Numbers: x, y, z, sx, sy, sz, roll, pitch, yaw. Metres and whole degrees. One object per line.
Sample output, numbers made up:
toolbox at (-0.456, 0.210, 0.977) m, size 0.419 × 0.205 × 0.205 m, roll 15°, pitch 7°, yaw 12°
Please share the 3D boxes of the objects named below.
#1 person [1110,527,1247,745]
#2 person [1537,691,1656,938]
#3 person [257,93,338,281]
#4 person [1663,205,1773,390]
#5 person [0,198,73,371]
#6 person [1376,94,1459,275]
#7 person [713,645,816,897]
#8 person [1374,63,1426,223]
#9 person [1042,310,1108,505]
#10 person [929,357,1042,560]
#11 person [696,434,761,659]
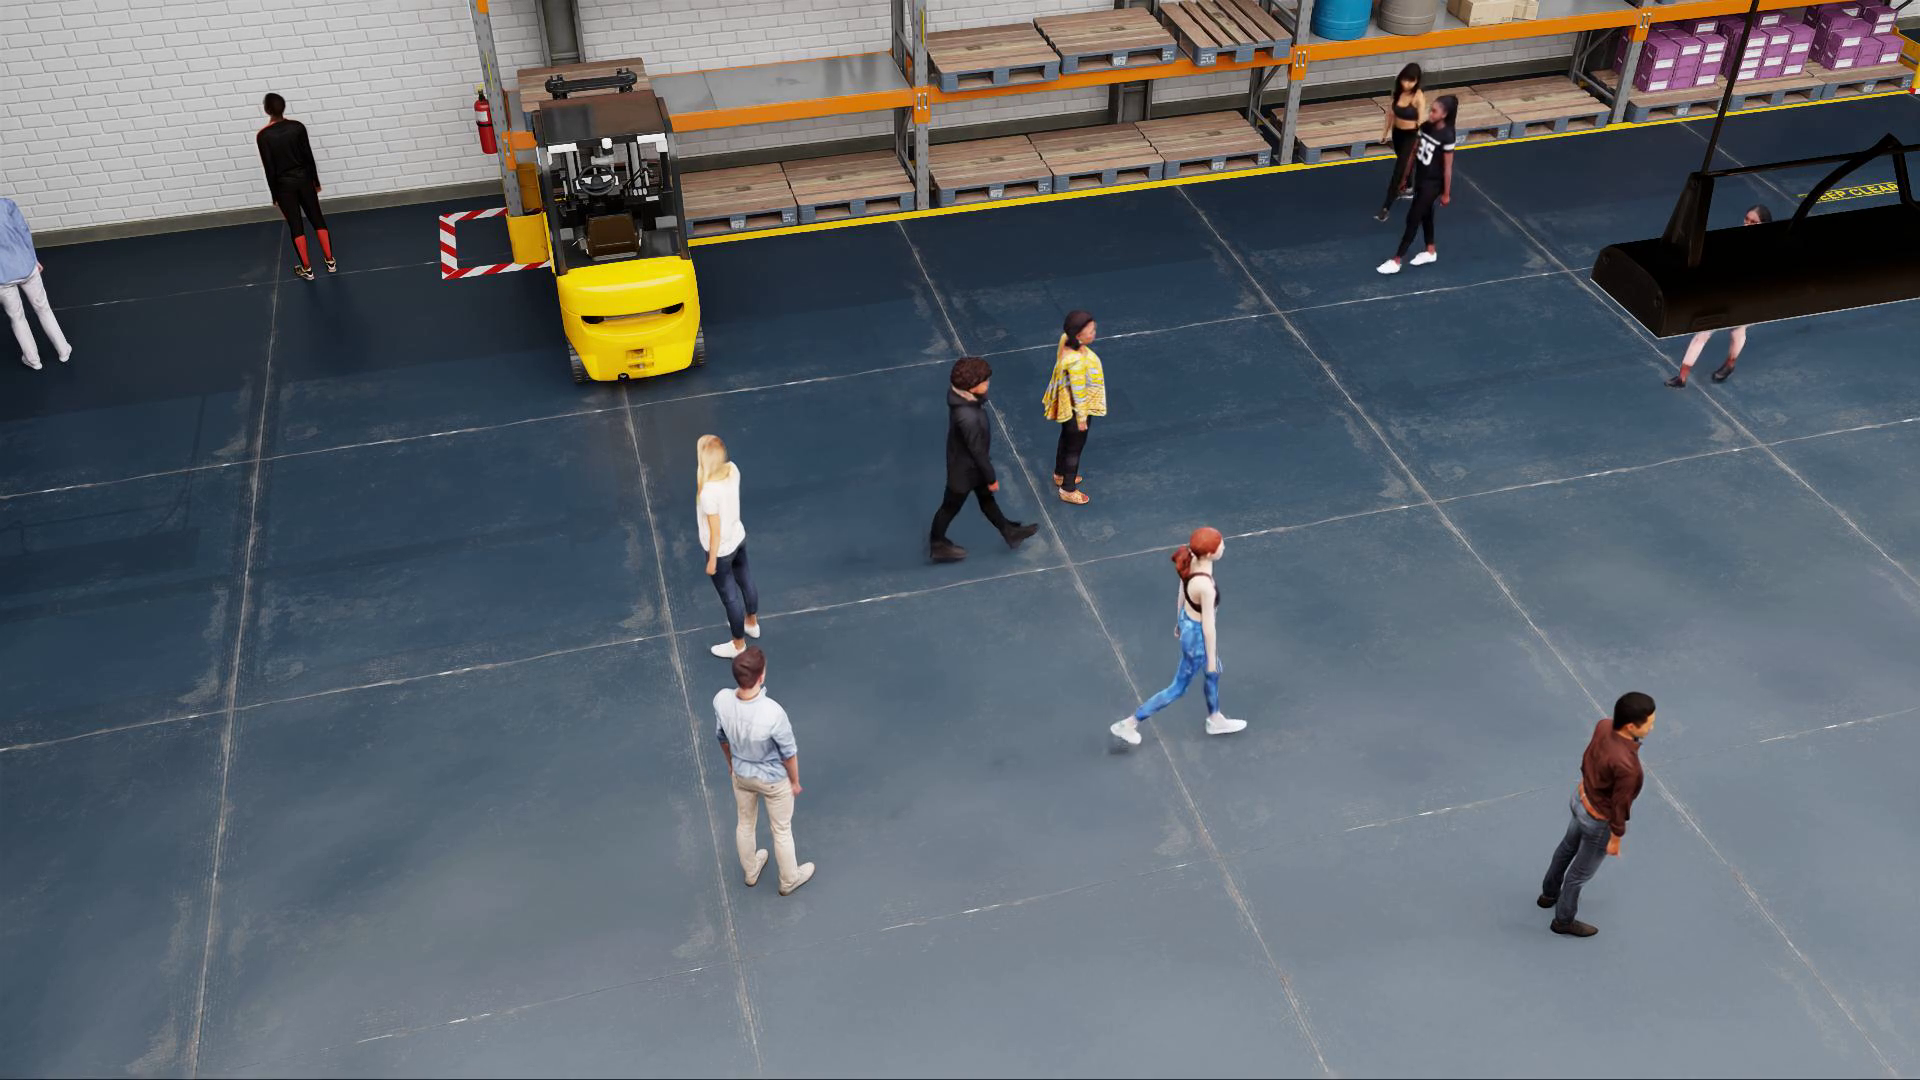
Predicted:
person at (1.399, 0.666, 10.531) m, size 1.184 × 1.750 × 0.634 m, roll -6°, pitch 39°, yaw -8°
person at (3.588, 1.542, 9.404) m, size 0.603 × 1.778 × 0.692 m, roll -1°, pitch 39°, yaw -1°
person at (-6.176, -3.292, 15.433) m, size 0.605 × 1.808 × 0.753 m, roll -26°, pitch 45°, yaw -29°
person at (6.559, -2.036, 13.964) m, size 1.182 × 1.678 × 0.913 m, roll -26°, pitch 45°, yaw -29°
person at (-8.072, -2.312, 14.143) m, size 0.640 × 1.886 × 0.786 m, roll -24°, pitch 45°, yaw -27°
person at (4.450, -3.333, 15.565) m, size 0.982 × 1.707 × 0.706 m, roll -14°, pitch 41°, yaw -17°
person at (-1.153, 1.343, 9.598) m, size 0.702 × 1.848 × 0.790 m, roll 15°, pitch 41°, yaw 18°
person at (4.447, -3.983, 16.471) m, size 1.170 × 1.591 × 0.945 m, roll -23°, pitch 44°, yaw -26°
person at (0.871, -1.032, 12.727) m, size 0.773 × 1.654 × 0.739 m, roll -5°, pitch 39°, yaw -6°
person at (-0.035, -0.532, 12.041) m, size 1.132 × 1.729 × 0.796 m, roll -1°, pitch 39°, yaw -2°
person at (-1.575, 0.039, 11.262) m, size 0.684 × 1.808 × 0.671 m, roll 12°, pitch 40°, yaw 14°
